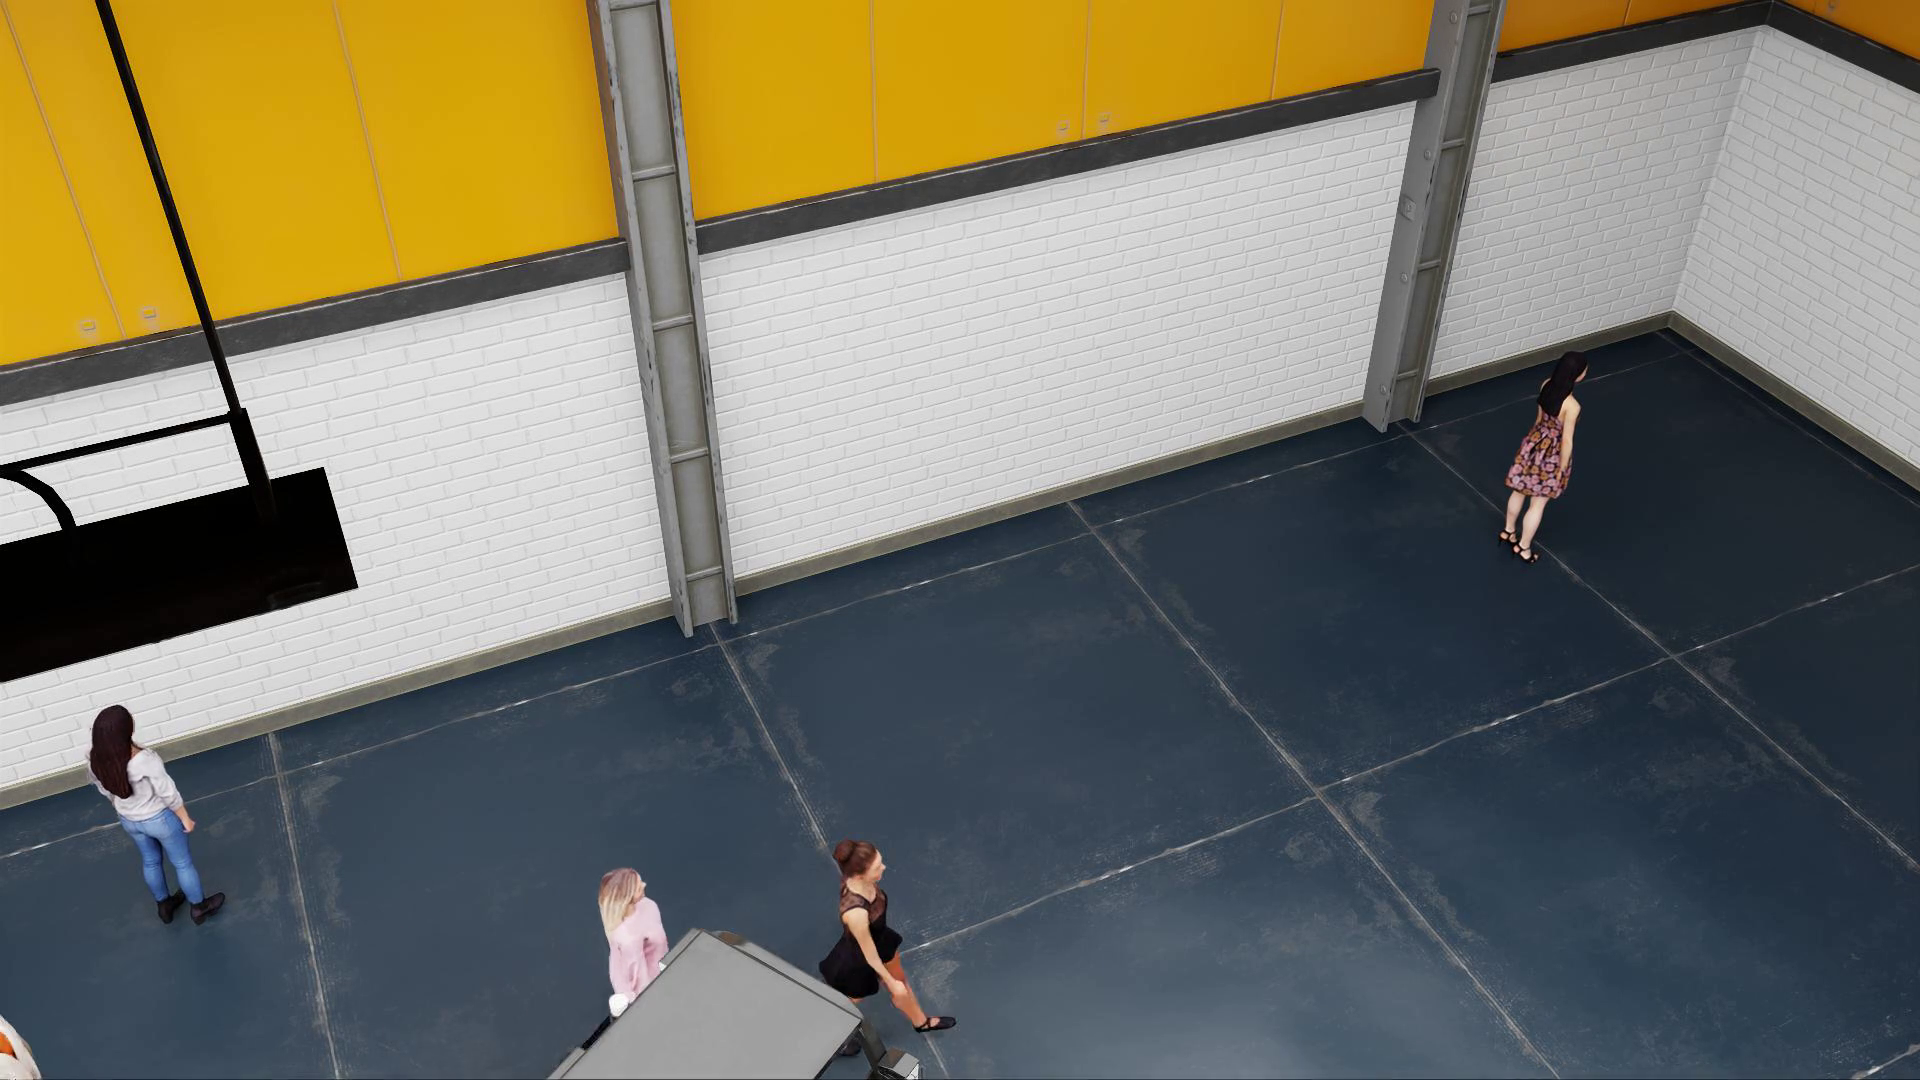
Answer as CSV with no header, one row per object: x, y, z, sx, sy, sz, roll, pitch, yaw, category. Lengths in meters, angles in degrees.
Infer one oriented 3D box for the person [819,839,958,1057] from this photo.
-0.575,2.171,8.628,1.061,1.641,0.867,1,39,2,person

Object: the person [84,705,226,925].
-4.584,1.570,9.392,0.644,1.628,0.746,6,39,8,person

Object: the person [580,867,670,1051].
-1.711,2.259,8.497,0.983,1.668,0.664,-12,40,-14,person

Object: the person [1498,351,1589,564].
4.220,-0.596,11.987,0.688,1.774,0.686,-13,40,-15,person
